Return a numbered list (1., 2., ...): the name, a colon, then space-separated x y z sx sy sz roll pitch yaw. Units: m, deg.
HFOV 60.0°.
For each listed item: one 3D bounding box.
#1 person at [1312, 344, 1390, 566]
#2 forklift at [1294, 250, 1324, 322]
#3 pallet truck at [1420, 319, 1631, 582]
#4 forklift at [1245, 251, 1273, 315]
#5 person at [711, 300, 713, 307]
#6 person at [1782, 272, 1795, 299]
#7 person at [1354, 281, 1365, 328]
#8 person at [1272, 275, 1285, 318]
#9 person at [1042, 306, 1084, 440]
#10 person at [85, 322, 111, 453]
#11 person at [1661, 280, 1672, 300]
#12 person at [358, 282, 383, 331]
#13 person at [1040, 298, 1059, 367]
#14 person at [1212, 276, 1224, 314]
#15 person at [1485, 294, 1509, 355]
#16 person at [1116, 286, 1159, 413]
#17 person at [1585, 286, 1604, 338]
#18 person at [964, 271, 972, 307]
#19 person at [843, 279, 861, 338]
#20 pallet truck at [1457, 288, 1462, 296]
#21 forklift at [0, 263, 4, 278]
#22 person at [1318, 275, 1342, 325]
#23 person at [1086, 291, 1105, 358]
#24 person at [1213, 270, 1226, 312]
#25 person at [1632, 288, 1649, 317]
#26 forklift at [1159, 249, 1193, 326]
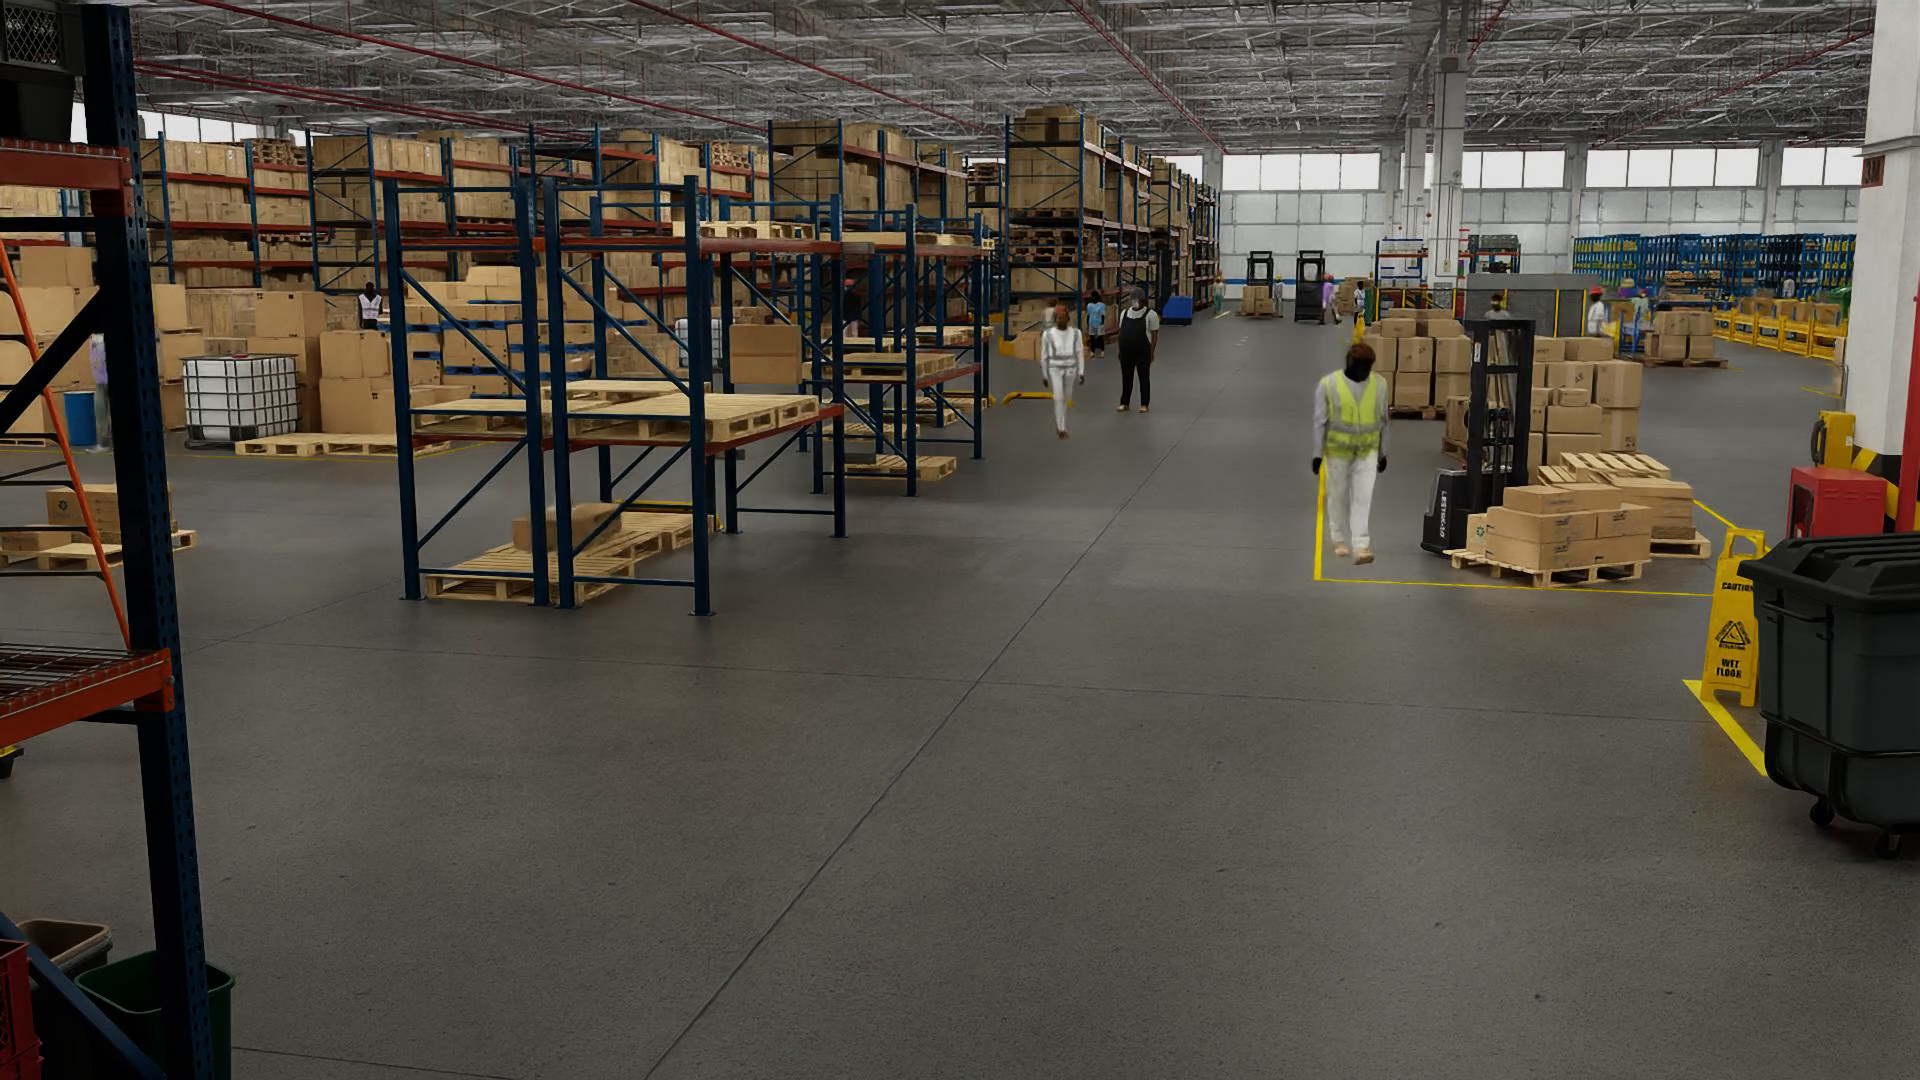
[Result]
1. person: 3.201 -0.698 13.573 0.662 1.783 0.925 0 10 -1
2. forklift: 13.778 -10.002 65.433 1.129 2.768 1.873 2 10 12
3. pallet truck: 4.543 -0.757 13.299 0.823 1.965 1.885 -4 10 -22
4. forklift: 12.871 -10.987 71.267 1.129 2.768 1.873 2 10 12
5. person: -6.549 -5.691 42.974 0.429 1.845 0.621 1 10 4
6. person: 35.046 -10.360 70.317 0.405 1.943 0.613 -2 10 -14
7. person: 14.344 -8.439 59.677 0.535 1.697 0.318 -8 12 -39
8. person: 13.442 -10.276 70.200 0.404 1.826 0.591 -7 12 -35
9. person: 1.408 -2.334 23.113 0.573 1.849 0.919 -2 10 -11
10. person: -10.949 -2.085 21.534 0.610 1.879 0.867 6 11 33
11. person: 27.930 -9.474 65.659 0.462 1.753 0.531 0 10 0
12. person: -14.729 -5.491 41.603 0.587 1.911 0.397 -4 11 -25
13. person: 2.164 -4.770 38.251 0.874 1.584 0.541 -7 12 -35
14. person: 11.724 -11.140 75.577 0.525 1.726 0.855 2 10 11
15. person: 9.610 -3.510 30.061 0.768 1.837 0.555 -9 13 -44
16. person: 2.843 -3.080 26.928 0.681 2.000 0.538 5 11 27
17. person: 13.876 -4.568 36.141 0.866 1.913 0.550 1 10 4
18. person: 0.496 -12.928 85.702 0.565 1.880 0.997 2 10 10
19. person: -2.764 -5.516 41.544 0.605 1.985 0.411 -3 10 -19
20. pallet truck: 20.506 -9.785 68.819 0.653 1.274 1.630 2 10 12
21. forklift: -27.267 -6.828 46.638 1.129 2.768 1.873 2 10 12
22. person: 13.924 -9.022 62.609 1.005 1.873 0.558 -5 11 -25
23. person: 3.409 -5.411 41.799 0.547 1.685 0.322 7 12 35
24. person: 12.213 -11.729 78.299 0.638 1.983 0.442 2 10 14
25. person: 20.017 -6.602 49.008 0.522 1.612 0.403 1 10 4
26. forklift: 7.646 -9.320 61.395 1.873 2.768 1.129 2 10 11
